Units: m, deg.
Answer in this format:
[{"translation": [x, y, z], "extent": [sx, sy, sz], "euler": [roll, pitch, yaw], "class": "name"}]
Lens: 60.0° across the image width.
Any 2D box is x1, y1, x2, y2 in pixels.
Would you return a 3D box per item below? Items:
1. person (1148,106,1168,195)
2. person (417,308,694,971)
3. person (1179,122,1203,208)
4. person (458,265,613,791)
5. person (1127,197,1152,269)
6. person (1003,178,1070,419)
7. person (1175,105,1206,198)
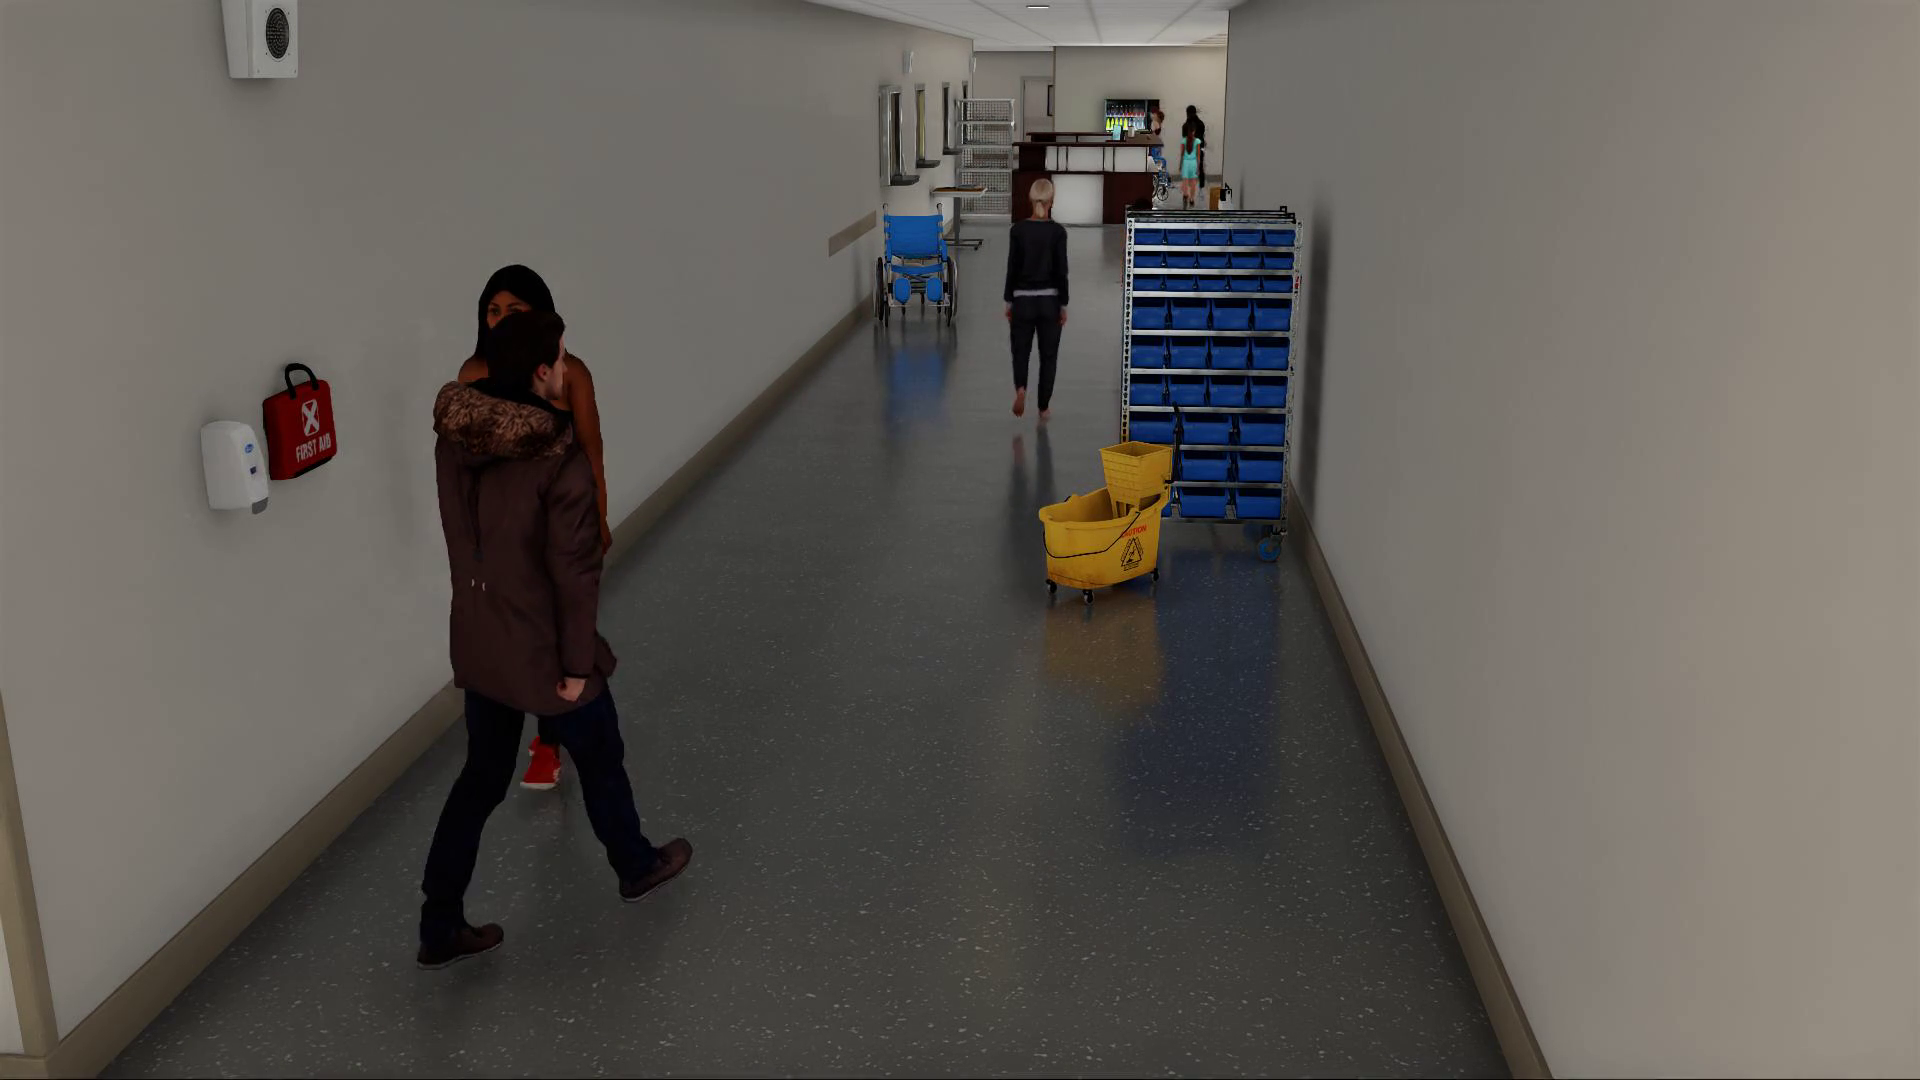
[{"translation": [3.992, -7.773, 33.337], "extent": [0.972, 1.747, 0.813], "euler": [9, 18, 28], "class": "person"}, {"translation": [-1.255, 0.318, 4.539], "extent": [1.235, 1.800, 1.144], "euler": [10, 18, 31], "class": "person"}, {"translation": [4.198, -6.865, 30.503], "extent": [0.917, 1.535, 0.664], "euler": [3, 16, 9], "class": "person"}, {"translation": [-1.492, -0.083, 5.965], "extent": [0.891, 1.797, 0.785], "euler": [3, 16, 9], "class": "person"}, {"translation": [1.702, -2.540, 15.601], "extent": [0.525, 1.299, 0.638], "euler": [7, 17, 25], "class": "person"}, {"translation": [0.532, -1.683, 11.802], "extent": [0.761, 1.711, 0.713], "euler": [3, 16, 10], "class": "person"}, {"translation": [4.621, -7.554, 32.543], "extent": [1.267, 1.754, 1.083], "euler": [-4, 16, -15], "class": "person"}]
